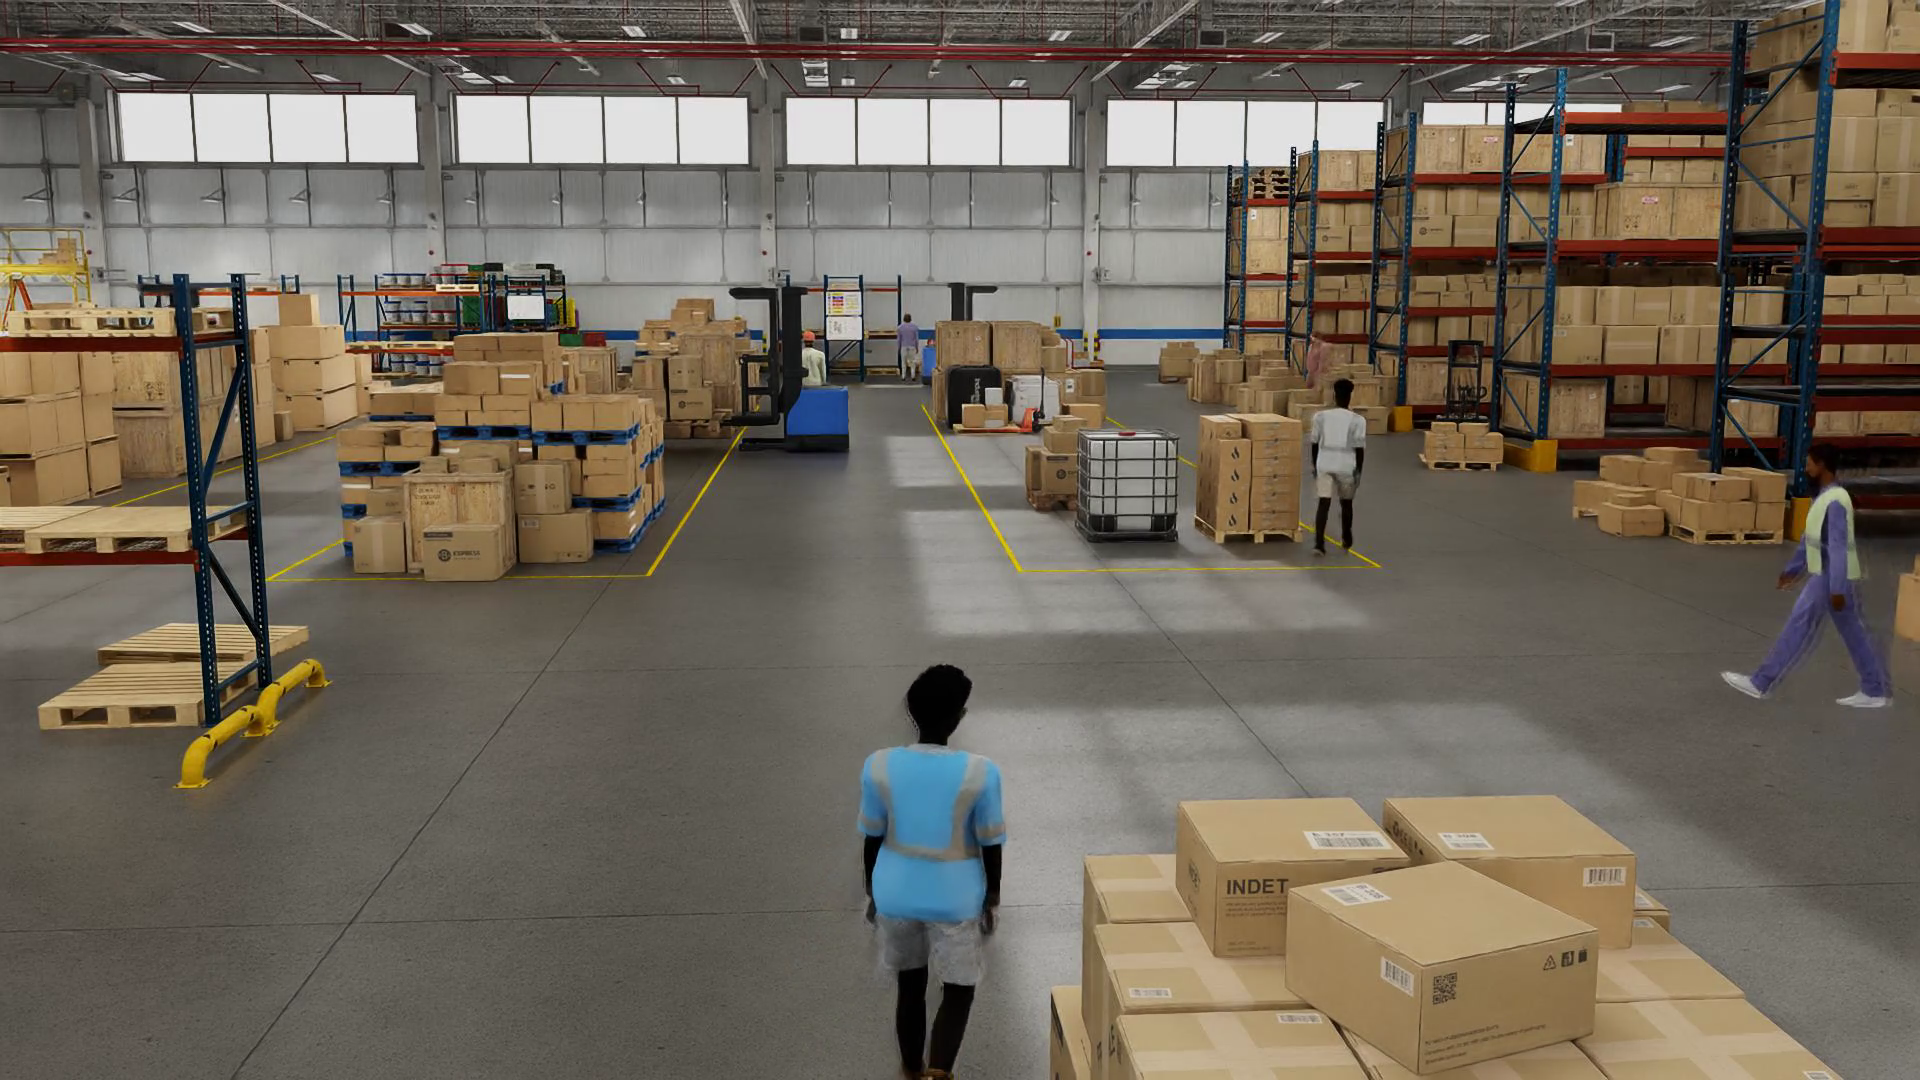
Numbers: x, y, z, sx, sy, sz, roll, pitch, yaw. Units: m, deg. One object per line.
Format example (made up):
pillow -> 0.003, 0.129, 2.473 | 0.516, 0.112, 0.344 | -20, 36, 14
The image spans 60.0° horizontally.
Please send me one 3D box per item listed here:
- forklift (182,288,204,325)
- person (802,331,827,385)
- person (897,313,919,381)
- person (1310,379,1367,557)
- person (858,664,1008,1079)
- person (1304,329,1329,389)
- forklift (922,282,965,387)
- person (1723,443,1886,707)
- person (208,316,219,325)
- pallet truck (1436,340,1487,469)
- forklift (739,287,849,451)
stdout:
forklift -> -17.357, -4.405, 37.688 | 1.873, 2.768, 1.129 | -5, 11, -30
person -> -2.759, -2.836, 30.607 | 0.612, 1.995, 0.377 | -1, 9, -4
person -> -1.483, -5.476, 47.365 | 0.631, 1.940, 0.372 | -1, 9, -4
person -> 4.065, -0.777, 17.966 | 0.625, 1.922, 1.025 | 4, 10, 24
person -> -0.117, 1.276, 5.799 | 0.545, 1.674, 0.612 | 2, 9, 15
person -> 7.380, -3.476, 34.970 | 0.814, 1.876, 0.680 | -4, 10, -23
forklift -> -0.075, -5.568, 44.994 | 1.873, 2.768, 1.129 | -1, 9, -4
person -> 6.028, 0.250, 11.690 | 1.070, 1.846, 0.595 | 4, 10, 25
person -> -20.886, -5.281, 46.302 | 0.949, 1.893, 0.574 | -5, 10, -30
pallet truck -> 8.004, -2.170, 26.422 | 0.823, 1.965, 1.885 | 2, 9, 14
forklift -> -2.857, -2.959, 28.607 | 1.873, 2.768, 1.129 | -1, 9, -4
